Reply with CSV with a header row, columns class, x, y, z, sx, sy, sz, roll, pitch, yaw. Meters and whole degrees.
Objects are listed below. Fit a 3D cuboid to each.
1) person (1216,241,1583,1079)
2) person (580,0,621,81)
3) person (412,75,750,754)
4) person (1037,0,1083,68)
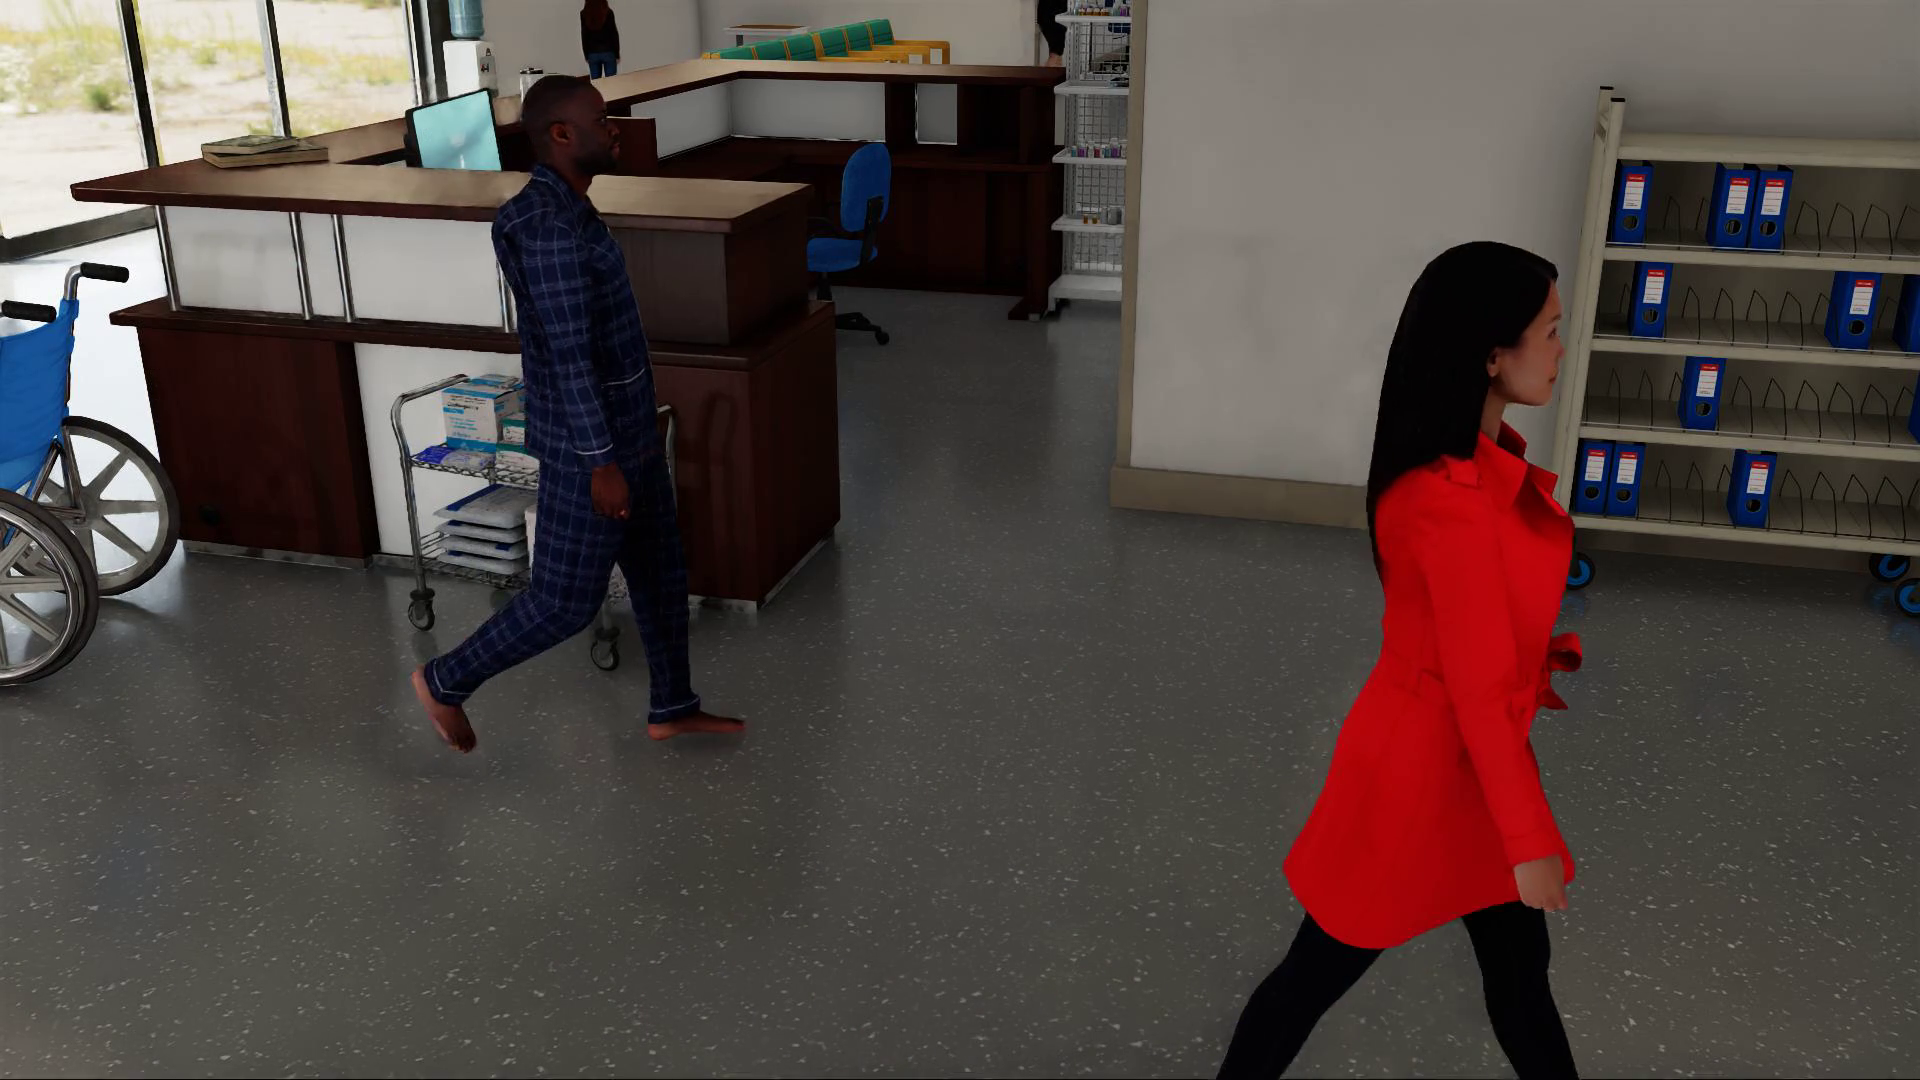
class,x,y,z,sx,sy,sz,roll,pitch,yaw
person,0.649,0.420,2.654,1.091,1.695,0.676,7,22,19
person,-3.863,-5.247,17.916,0.509,1.484,0.656,1,21,3
person,-1.033,-0.234,4.251,1.186,1.787,0.903,-2,21,-5
person,1.131,-6.236,20.348,1.113,1.611,0.939,10,23,25
